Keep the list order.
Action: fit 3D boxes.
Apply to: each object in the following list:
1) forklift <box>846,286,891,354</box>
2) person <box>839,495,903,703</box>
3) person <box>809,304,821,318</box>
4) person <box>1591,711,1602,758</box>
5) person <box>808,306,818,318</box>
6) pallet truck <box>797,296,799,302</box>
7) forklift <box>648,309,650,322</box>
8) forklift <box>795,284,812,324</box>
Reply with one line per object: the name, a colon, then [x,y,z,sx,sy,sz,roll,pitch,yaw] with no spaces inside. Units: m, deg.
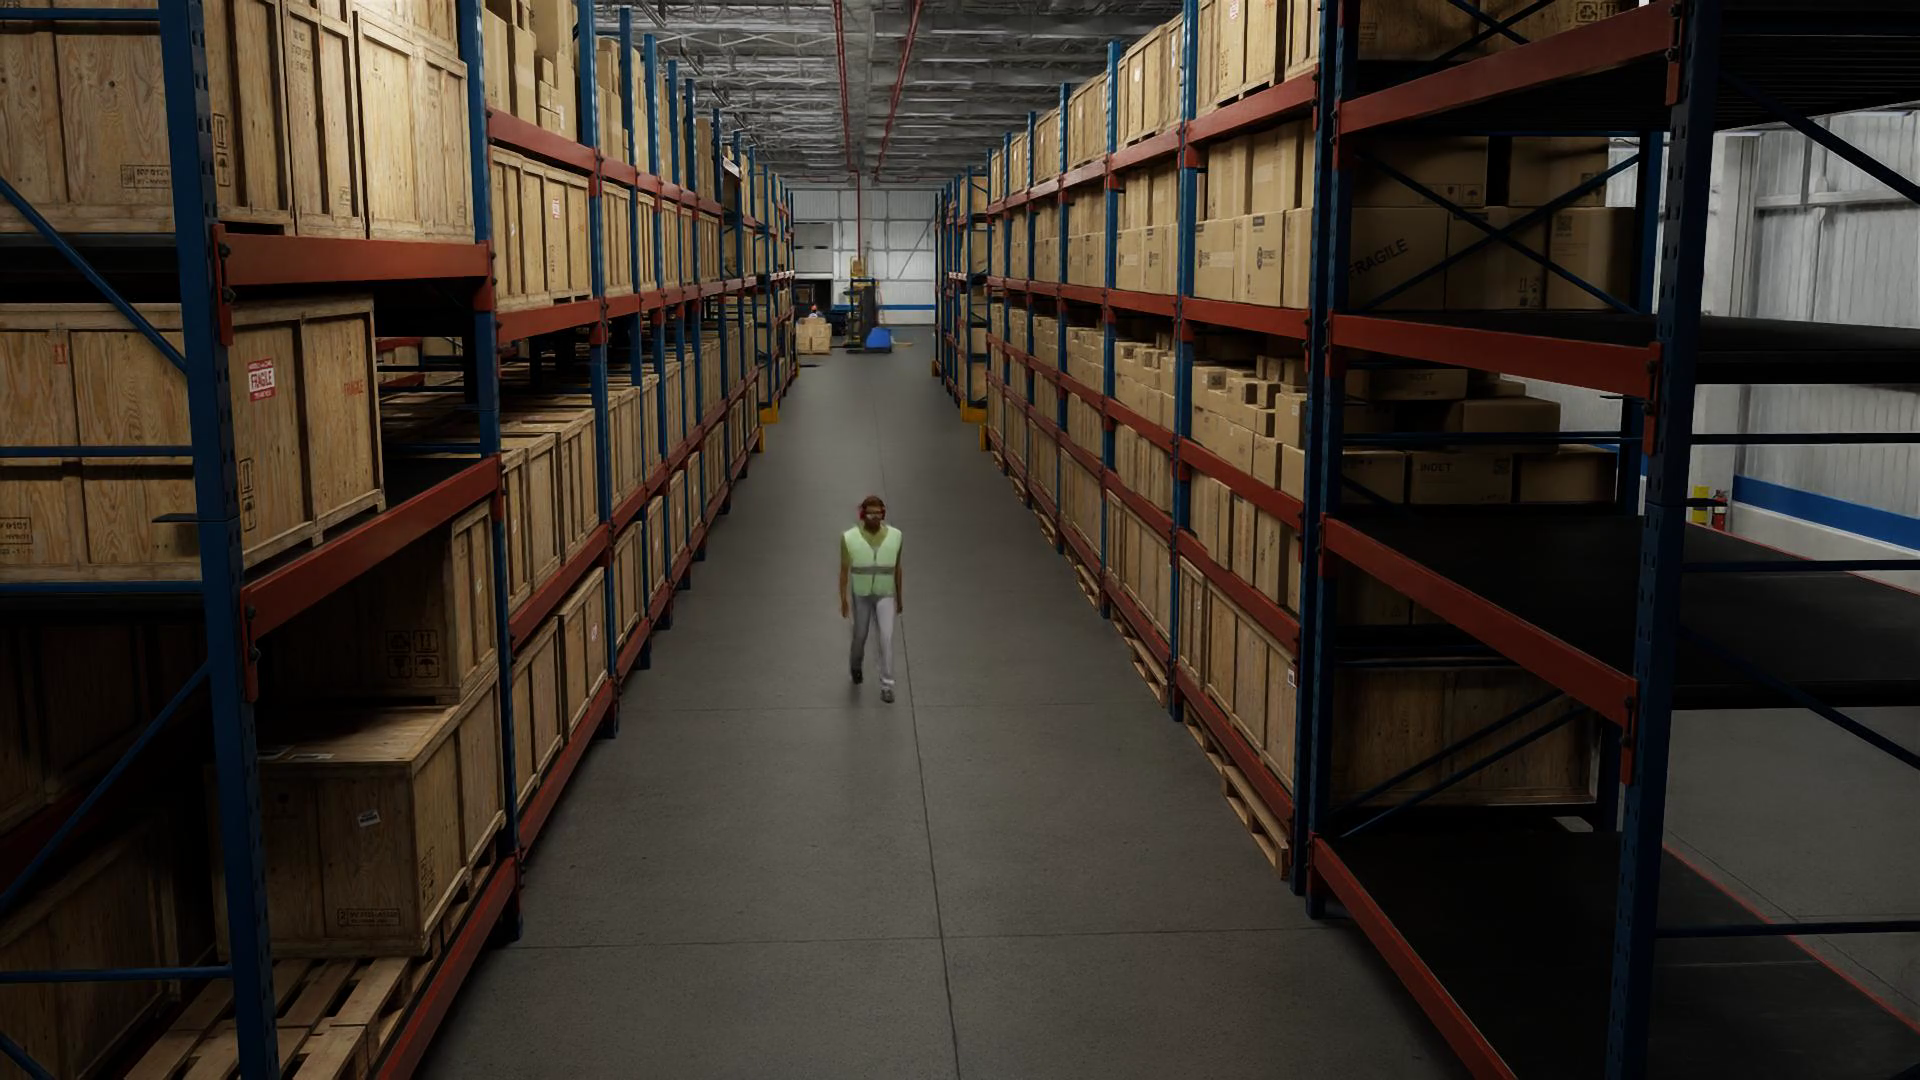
forklift: [-3.794,-9.113,68.905,1.873,2.768,1.129,-1,10,-3]
person: [-0.800,0.479,14.812,0.577,1.817,0.882,-2,10,-14]
person: [-6.595,-9.757,75.609,0.646,1.920,0.485,-9,13,-43]
person: [4.870,0.730,12.791,0.634,1.972,0.516,0,10,1]
person: [-6.395,-9.283,72.776,0.543,1.928,0.400,9,13,43]
pallet truck: [-8.622,-12.439,91.403,1.885,1.965,0.823,2,10,13]
forklift: [-9.654,-6.349,52.391,1.873,2.768,1.129,-1,10,-6]
forklift: [-7.298,-10.501,77.197,1.129,2.768,1.873,-1,10,-4]
